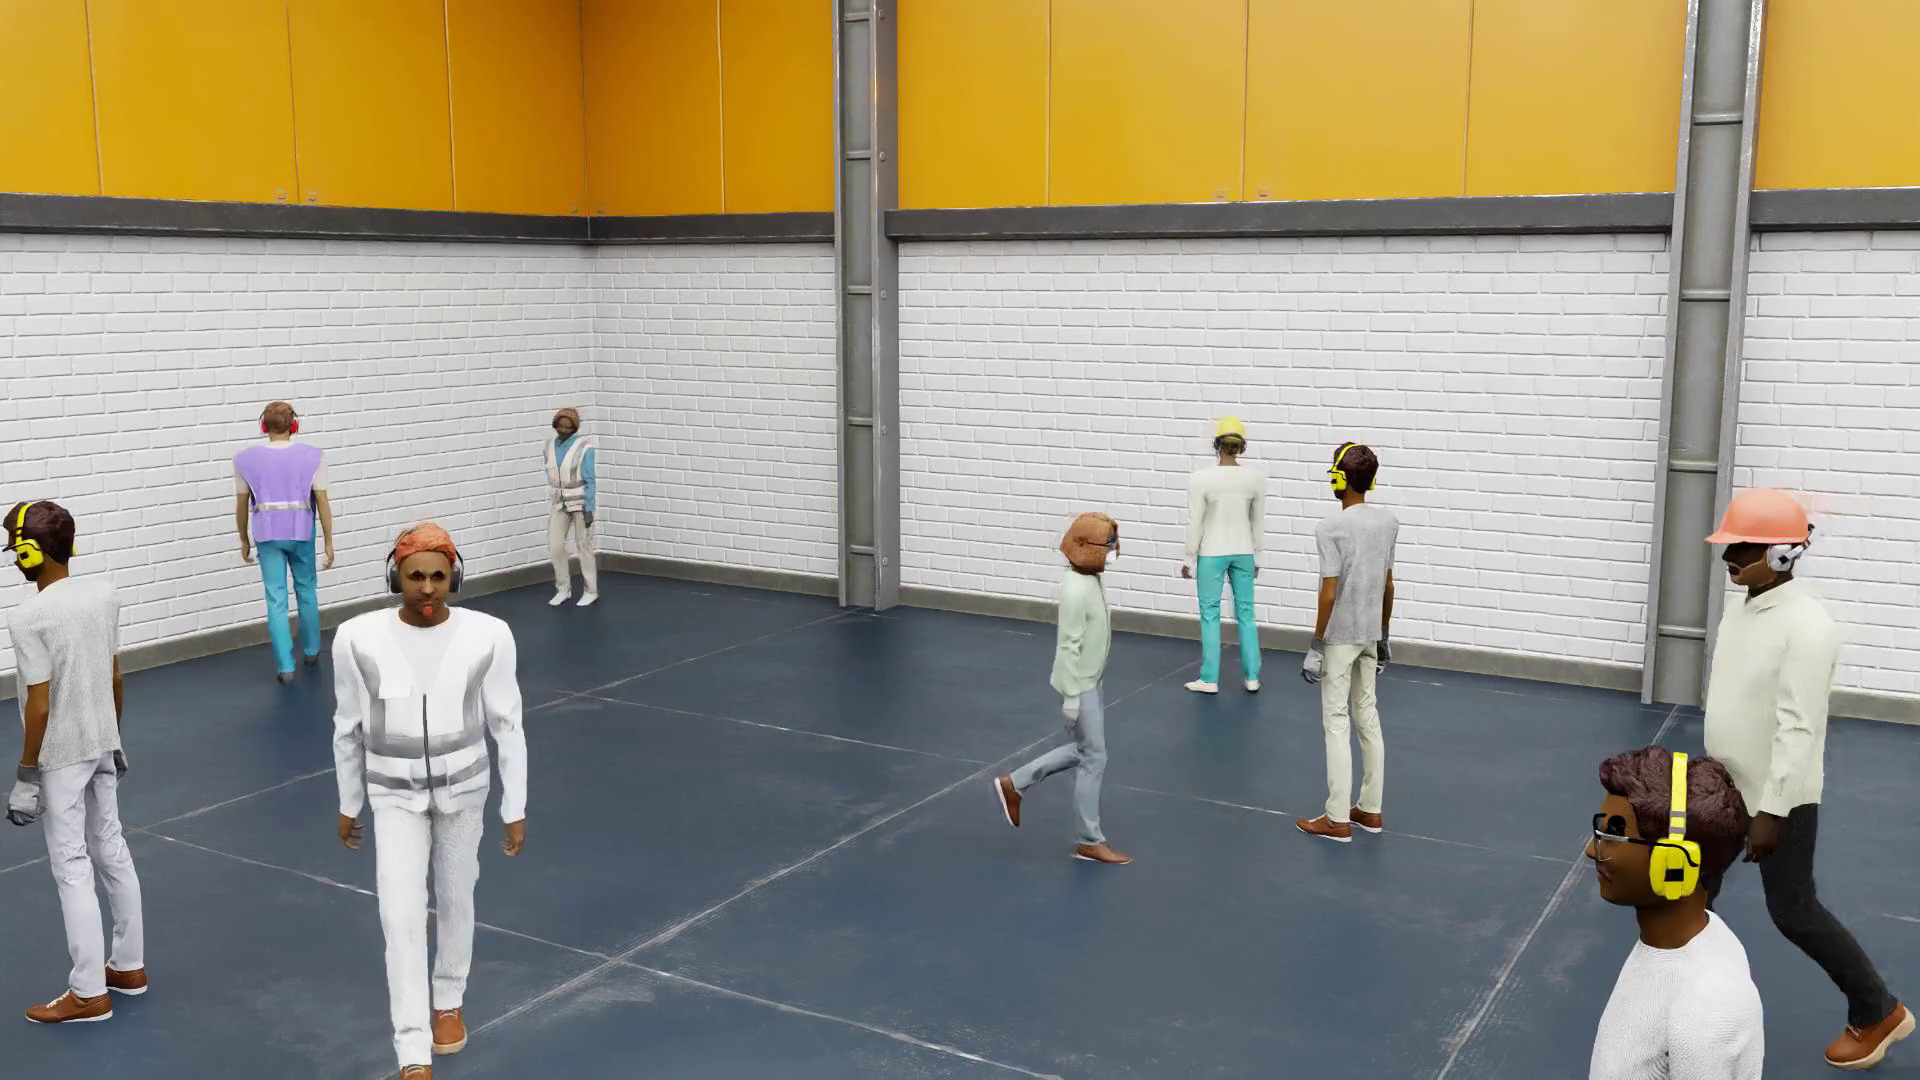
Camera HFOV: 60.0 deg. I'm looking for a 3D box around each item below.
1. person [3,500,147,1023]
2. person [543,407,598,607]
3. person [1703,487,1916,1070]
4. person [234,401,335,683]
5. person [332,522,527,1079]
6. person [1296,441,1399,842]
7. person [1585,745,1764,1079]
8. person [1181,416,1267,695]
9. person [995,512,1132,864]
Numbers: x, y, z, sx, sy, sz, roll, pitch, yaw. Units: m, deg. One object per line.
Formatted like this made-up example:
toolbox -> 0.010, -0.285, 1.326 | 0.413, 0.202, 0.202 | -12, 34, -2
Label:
person -> -3.162, 0.782, 5.894 | 0.327, 1.865, 0.521 | 2, 9, 10
person -> -3.037, -0.253, 13.127 | 0.531, 1.605, 0.506 | 4, 10, 23
person -> 2.687, 0.799, 5.483 | 0.957, 1.965, 0.604 | -1, 9, -5
person -> -4.452, -0.007, 10.985 | 0.587, 1.809, 0.834 | -4, 10, -21
person -> -1.701, 0.875, 5.377 | 0.596, 1.840, 0.925 | -3, 10, -19
person -> 1.813, 0.474, 7.794 | 0.538, 1.869, 0.313 | -6, 11, -33
person -> 1.169, 1.265, 2.861 | 0.323, 1.871, 0.530 | 3, 9, 16
person -> 1.683, 0.106, 10.467 | 0.579, 1.755, 0.394 | -2, 9, -15
person -> 0.465, 0.659, 7.481 | 0.594, 1.609, 0.500 | 2, 9, 14
